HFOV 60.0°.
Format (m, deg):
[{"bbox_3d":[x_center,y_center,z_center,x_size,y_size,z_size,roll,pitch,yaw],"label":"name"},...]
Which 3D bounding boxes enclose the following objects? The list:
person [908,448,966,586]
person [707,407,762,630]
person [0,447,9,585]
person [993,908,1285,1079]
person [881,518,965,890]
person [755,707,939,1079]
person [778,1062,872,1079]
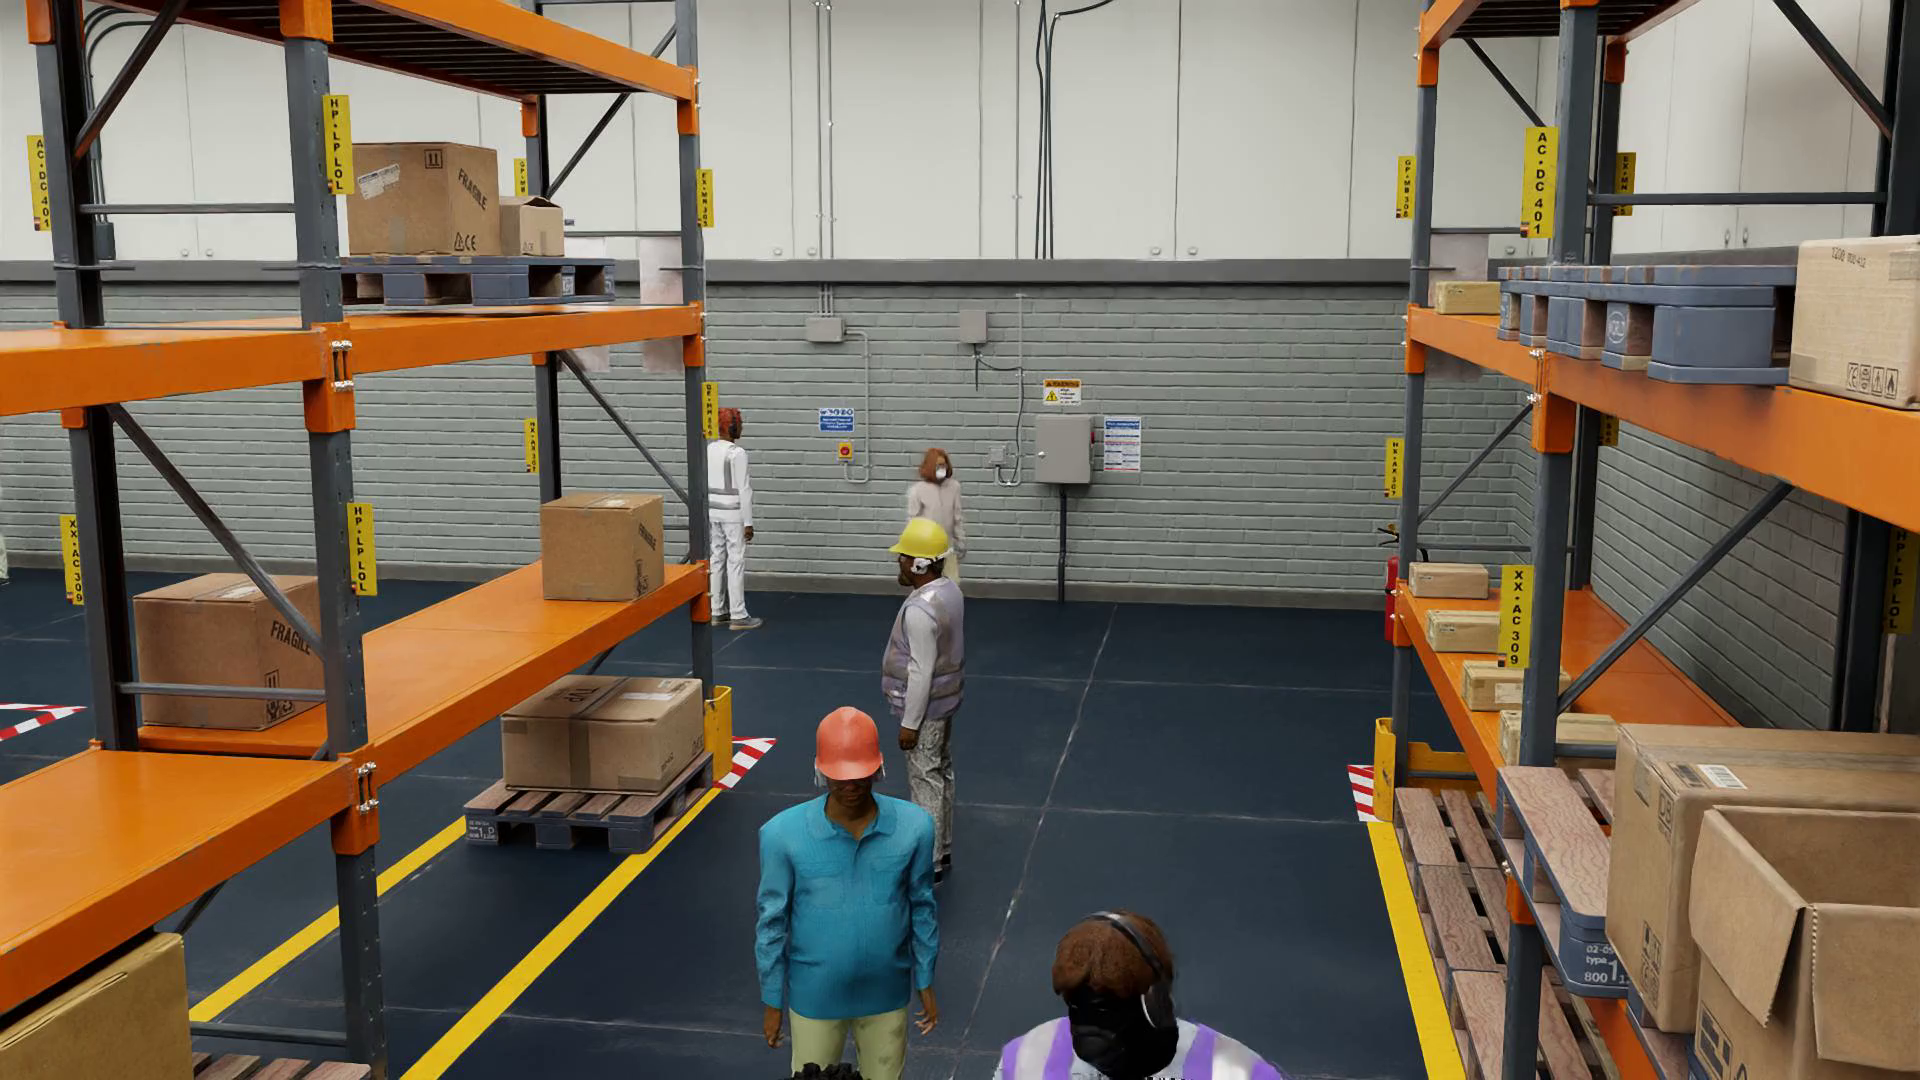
[{"bbox_3d":[-0.230,0.042,13.528,0.512,1.616,0.465,-7,11,-35],"label":"person"},{"bbox_3d":[-1.944,-0.174,14.112,0.581,1.885,0.428,9,13,44],"label":"person"},{"bbox_3d":[-9.445,-0.414,15.977,0.573,1.739,0.350,4,10,22],"label":"person"},{"bbox_3d":[0.332,1.609,3.245,0.654,1.828,0.429,3,10,19],"label":"person"},{"bbox_3d":[-0.184,0.799,8.197,0.404,1.837,0.590,2,9,12],"label":"person"},{"bbox_3d":[-0.329,1.352,5.042,0.573,1.749,0.342,-3,10,-16],"label":"person"},{"bbox_3d":[-0.251,1.722,2.934,0.317,1.695,0.540,3,10,18],"label":"person"}]
